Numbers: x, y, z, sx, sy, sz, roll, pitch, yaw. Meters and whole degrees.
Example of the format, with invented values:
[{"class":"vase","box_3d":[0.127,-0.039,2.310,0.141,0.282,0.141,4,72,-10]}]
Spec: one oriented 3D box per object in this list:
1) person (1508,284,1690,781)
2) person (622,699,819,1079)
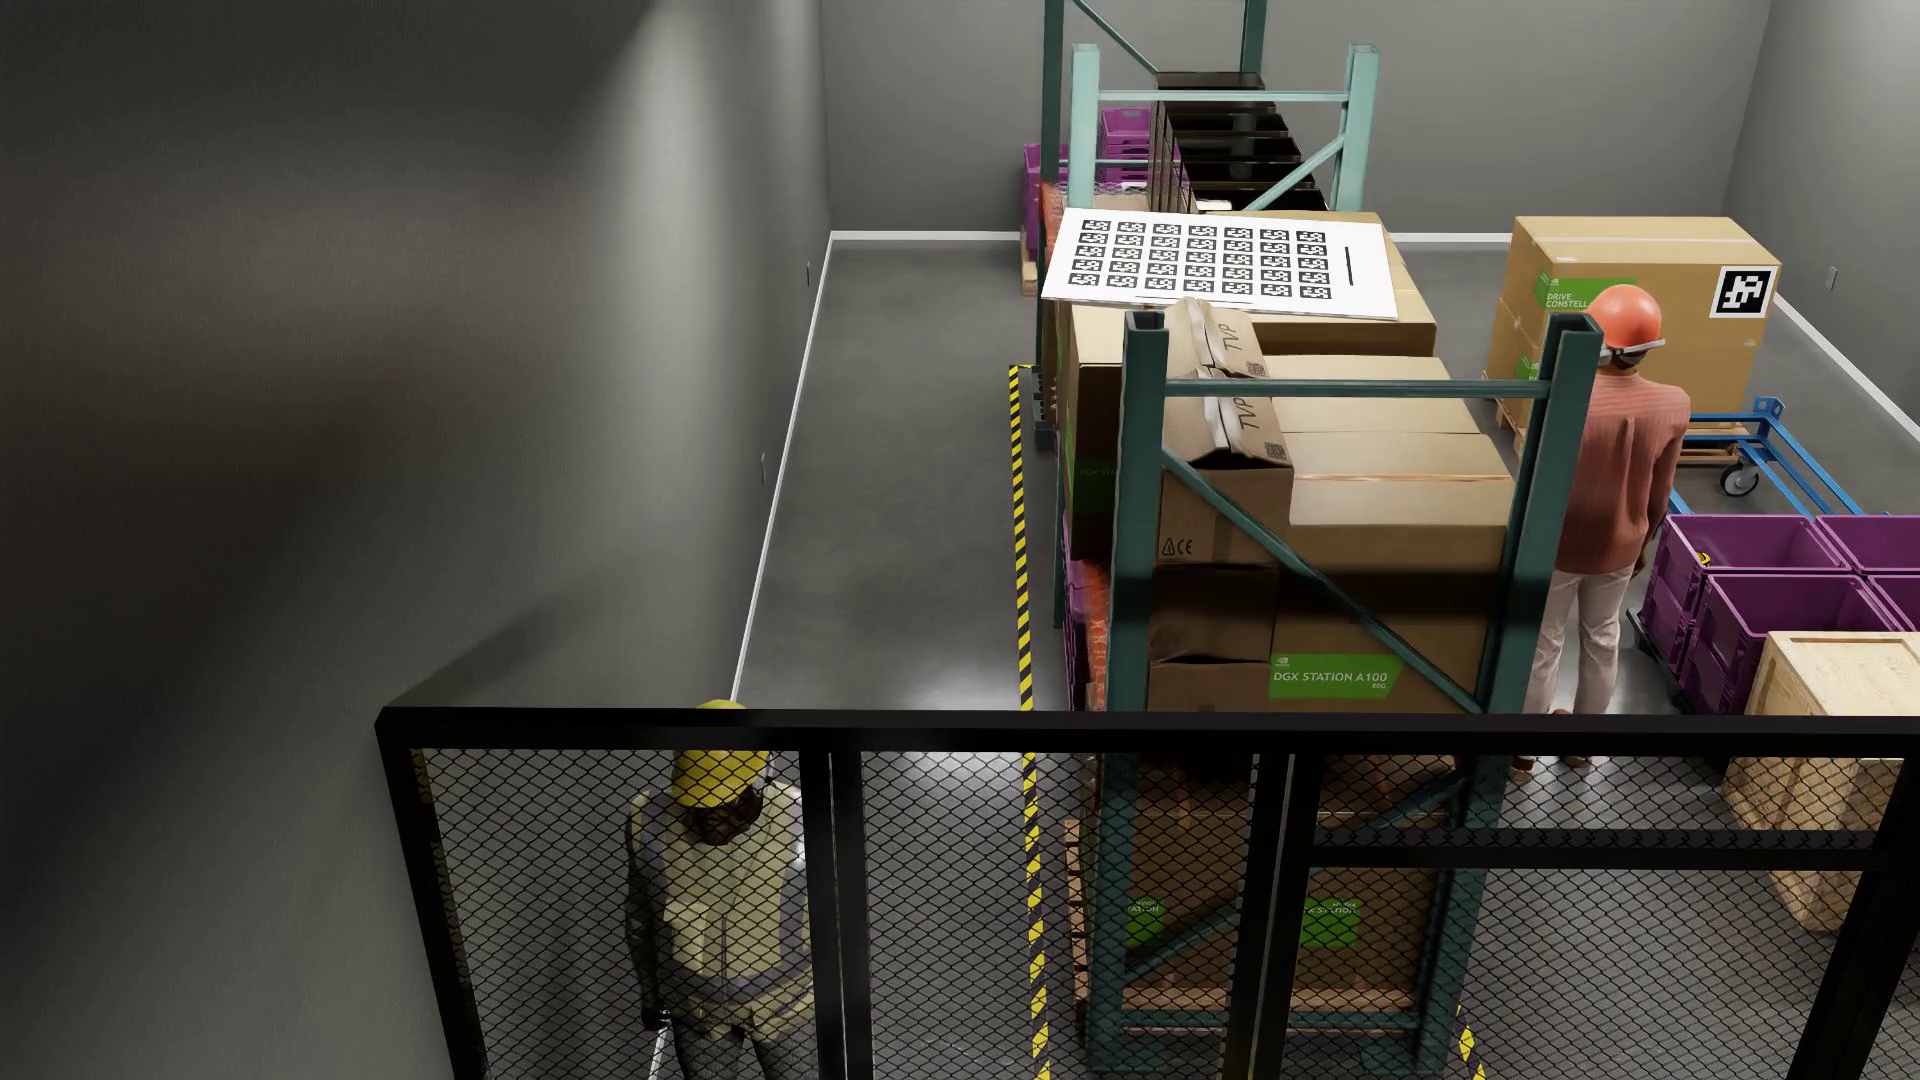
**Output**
[{"class":"person","box_3d":[2.288,0.004,6.153,0.612,1.996,0.386,-6,32,-11]},{"class":"person","box_3d":[-0.573,1.175,4.364,0.596,1.832,0.404,1,31,2]}]
